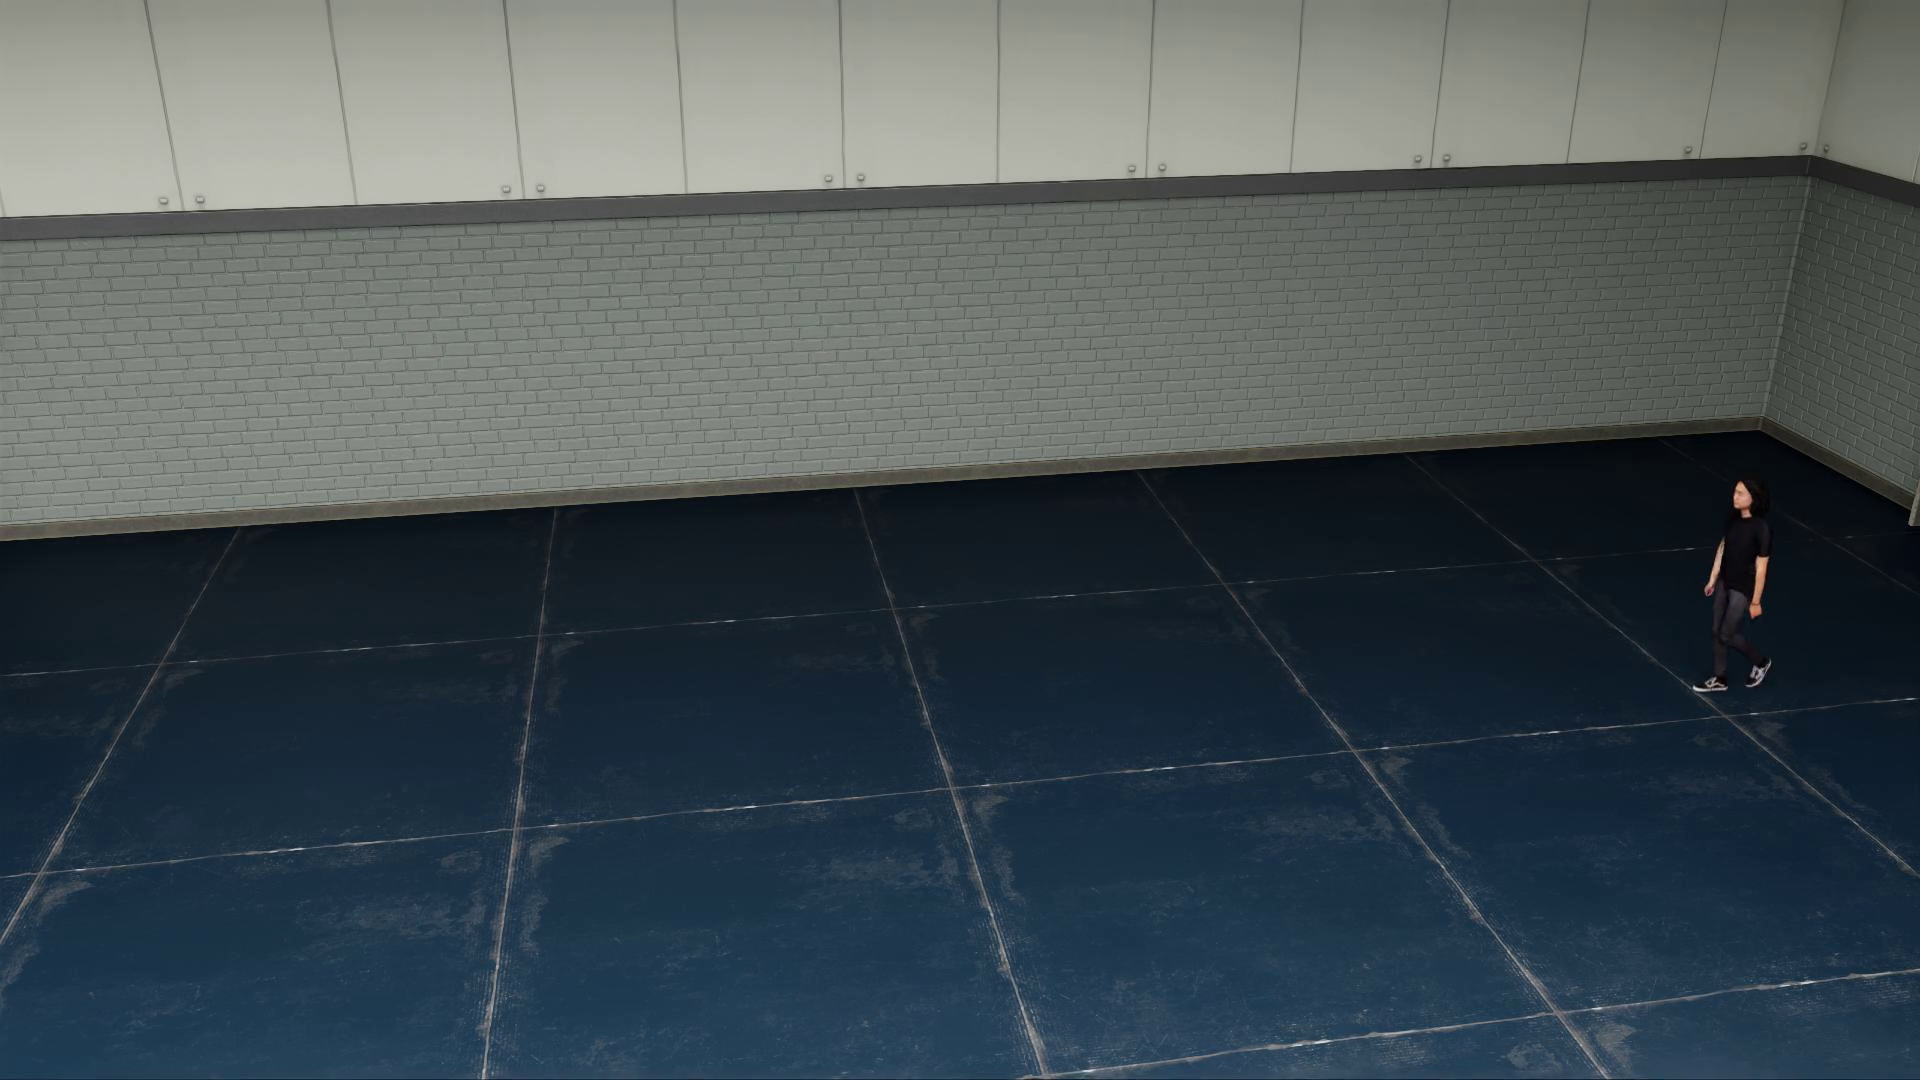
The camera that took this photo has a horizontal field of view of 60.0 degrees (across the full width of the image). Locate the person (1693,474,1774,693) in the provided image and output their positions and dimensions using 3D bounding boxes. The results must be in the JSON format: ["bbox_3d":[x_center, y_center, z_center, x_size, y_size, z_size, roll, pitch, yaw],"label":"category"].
[{"bbox_3d":[6.042,0.345,12.736,0.730,1.813,0.723,-3,23,-7],"label":"person"}]
